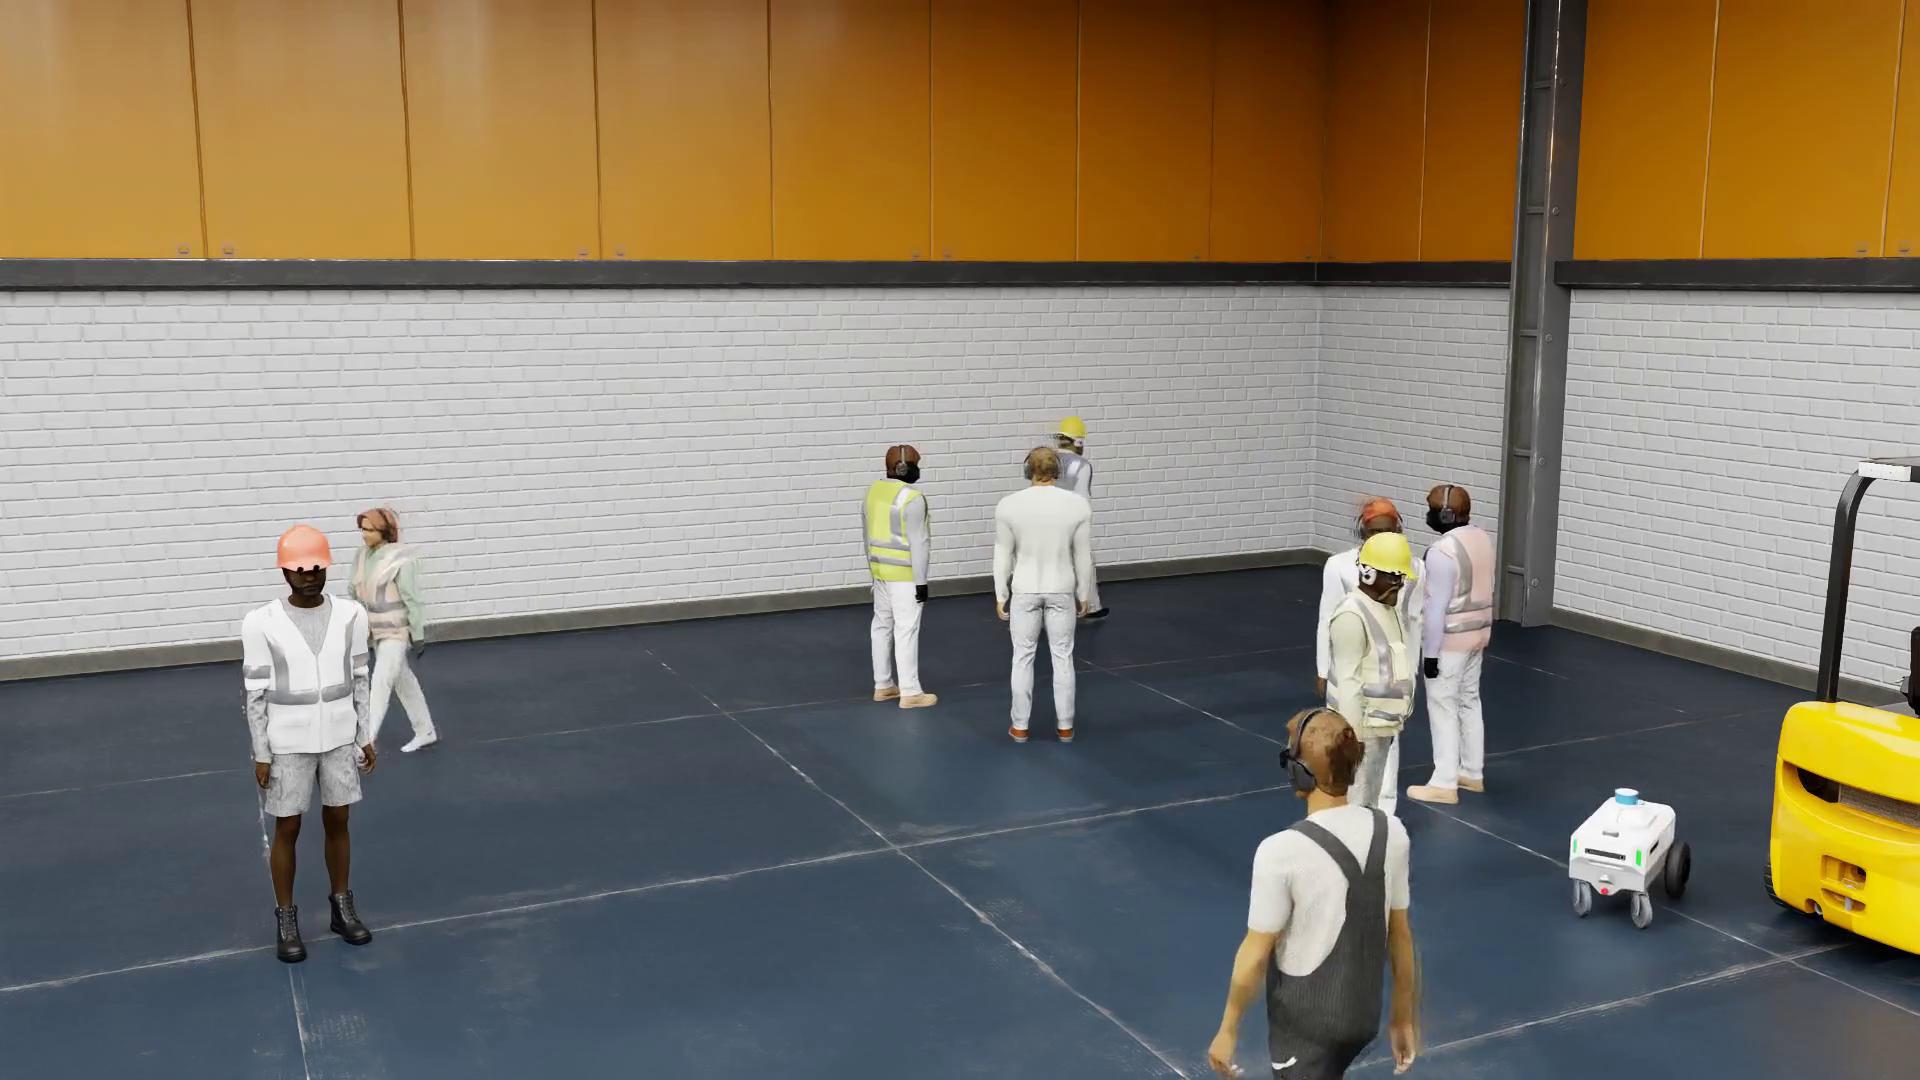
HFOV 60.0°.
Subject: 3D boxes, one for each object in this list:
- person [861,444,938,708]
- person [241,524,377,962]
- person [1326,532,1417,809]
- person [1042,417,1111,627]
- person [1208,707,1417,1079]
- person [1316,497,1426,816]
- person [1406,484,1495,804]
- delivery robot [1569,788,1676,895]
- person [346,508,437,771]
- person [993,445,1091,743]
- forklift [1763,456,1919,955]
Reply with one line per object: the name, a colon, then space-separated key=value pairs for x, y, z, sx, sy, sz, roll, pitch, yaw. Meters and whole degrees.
person: x=-0.420 y=0.248 z=11.655 sx=0.430 sy=1.841 sz=0.624 roll=-7 pitch=12 yaw=-39
person: x=-2.868 y=0.885 z=7.397 sx=0.547 sy=1.939 sz=0.376 roll=-7 pitch=12 yaw=-37
person: x=1.954 y=0.861 z=7.910 sx=0.404 sy=1.821 sz=0.587 roll=5 pitch=11 yaw=30
person: x=0.988 y=-0.160 z=14.325 sx=0.593 sy=1.797 sz=0.810 roll=9 pitch=13 yaw=43
person: x=0.949 y=1.359 z=4.838 sx=0.547 sy=1.812 sz=0.765 roll=-6 pitch=11 yaw=-33
person: x=2.219 y=0.657 z=9.136 sx=0.592 sy=1.850 sz=0.951 roll=0 pitch=9 yaw=-3
person: x=2.819 y=0.591 z=9.587 sx=0.431 sy=1.833 sz=0.642 roll=8 pitch=12 yaw=42
delivery robot: x=3.180 y=1.435 z=7.969 sx=0.477 sy=0.478 sz=0.707 roll=6 pitch=11 yaw=34
person: x=-3.578 y=0.599 z=10.245 sx=0.521 sy=1.591 sz=0.874 roll=7 pitch=12 yaw=37
person: x=0.529 y=0.353 z=10.736 sx=0.634 sy=1.932 sz=0.372 roll=0 pitch=9 yaw=-1
forklift: x=4.857 y=0.731 z=7.561 sx=2.313 sy=2.155 sz=1.214 roll=-4 pitch=10 yaw=-25
